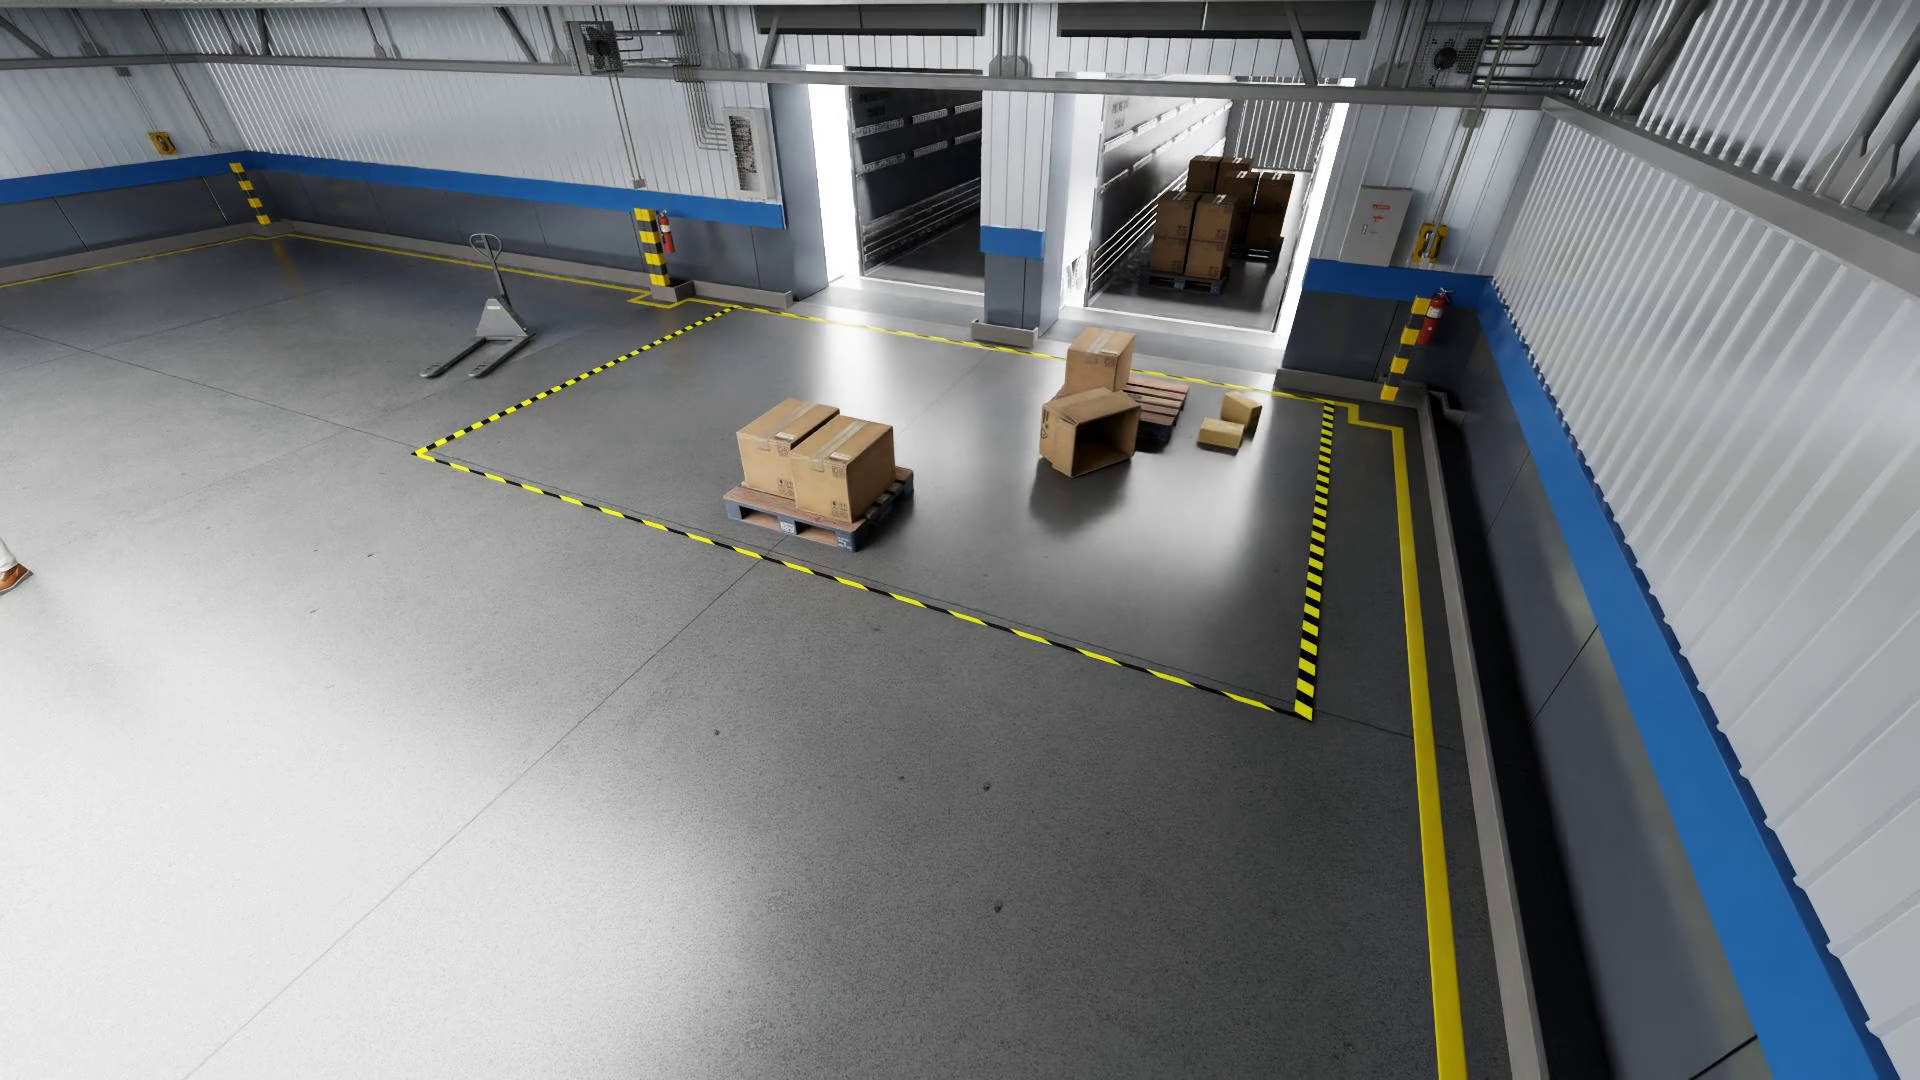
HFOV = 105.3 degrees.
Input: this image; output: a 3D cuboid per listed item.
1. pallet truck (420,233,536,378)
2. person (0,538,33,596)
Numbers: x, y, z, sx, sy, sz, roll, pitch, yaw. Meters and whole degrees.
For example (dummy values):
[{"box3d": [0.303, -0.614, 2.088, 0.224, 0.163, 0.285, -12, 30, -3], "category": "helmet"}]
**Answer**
[{"box3d": [-5.664, -2.712, 8.427, 0.680, 1.201, 1.601, 0, 35, -1], "category": "pallet truck"}, {"box3d": [-6.886, -0.465, 4.662, 0.613, 1.947, 0.386, 0, 35, 0], "category": "person"}]
